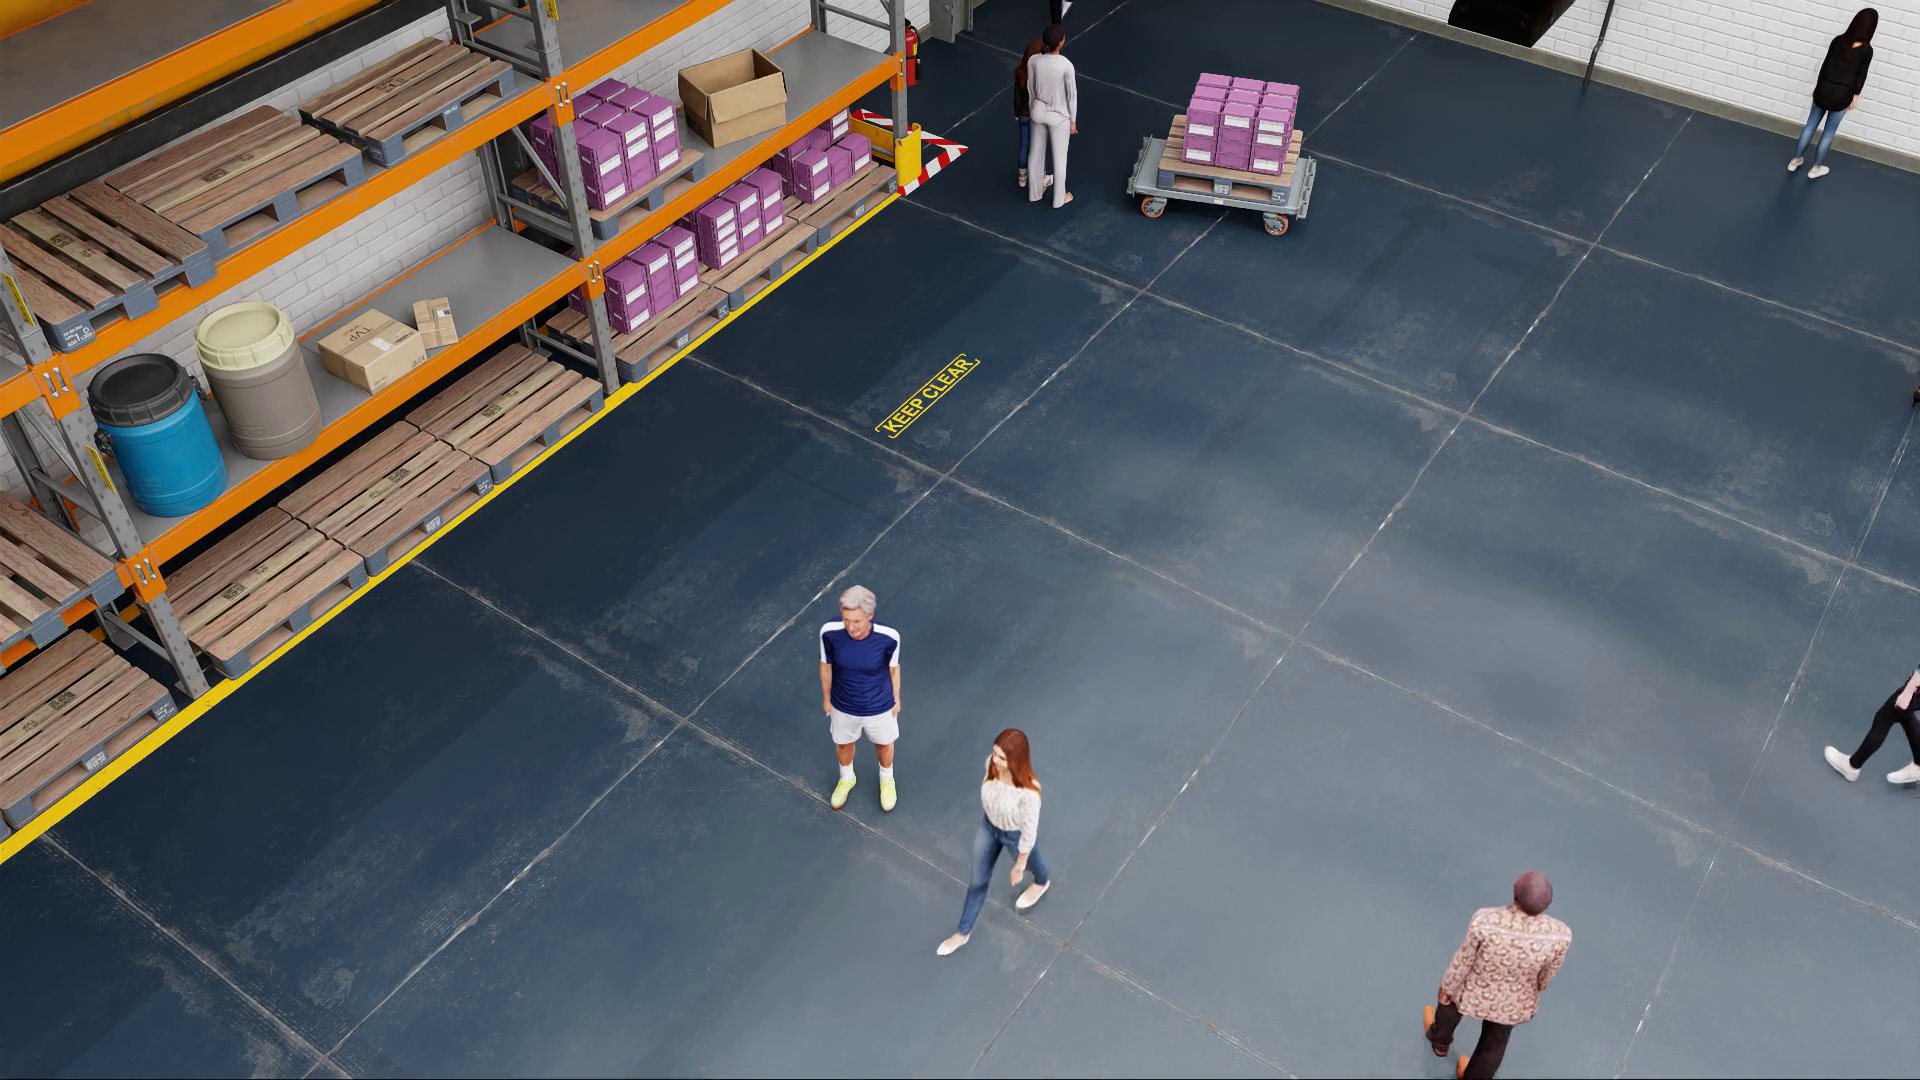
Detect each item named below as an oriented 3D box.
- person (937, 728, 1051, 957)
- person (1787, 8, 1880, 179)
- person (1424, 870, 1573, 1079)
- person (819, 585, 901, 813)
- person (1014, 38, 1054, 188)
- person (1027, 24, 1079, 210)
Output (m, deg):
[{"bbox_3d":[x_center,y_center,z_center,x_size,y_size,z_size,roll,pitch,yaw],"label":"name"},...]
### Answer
[{"bbox_3d":[0.348,1.623,9.405,1.150,1.683,0.747,-34,53,-30],"label":"person"},{"bbox_3d":[8.168,-4.182,15.526,0.585,1.645,0.618,-32,52,-29],"label":"person"},{"bbox_3d":[2.744,2.374,8.541,0.916,1.786,0.991,7,44,7],"label":"person"},{"bbox_3d":[-0.589,0.942,10.007,0.723,1.839,0.736,2,44,2],"label":"person"},{"bbox_3d":[0.688,-3.944,15.393,0.607,1.483,0.584,15,46,15],"label":"person"},{"bbox_3d":[0.819,-3.857,15.119,0.658,1.736,0.560,21,47,20],"label":"person"}]
